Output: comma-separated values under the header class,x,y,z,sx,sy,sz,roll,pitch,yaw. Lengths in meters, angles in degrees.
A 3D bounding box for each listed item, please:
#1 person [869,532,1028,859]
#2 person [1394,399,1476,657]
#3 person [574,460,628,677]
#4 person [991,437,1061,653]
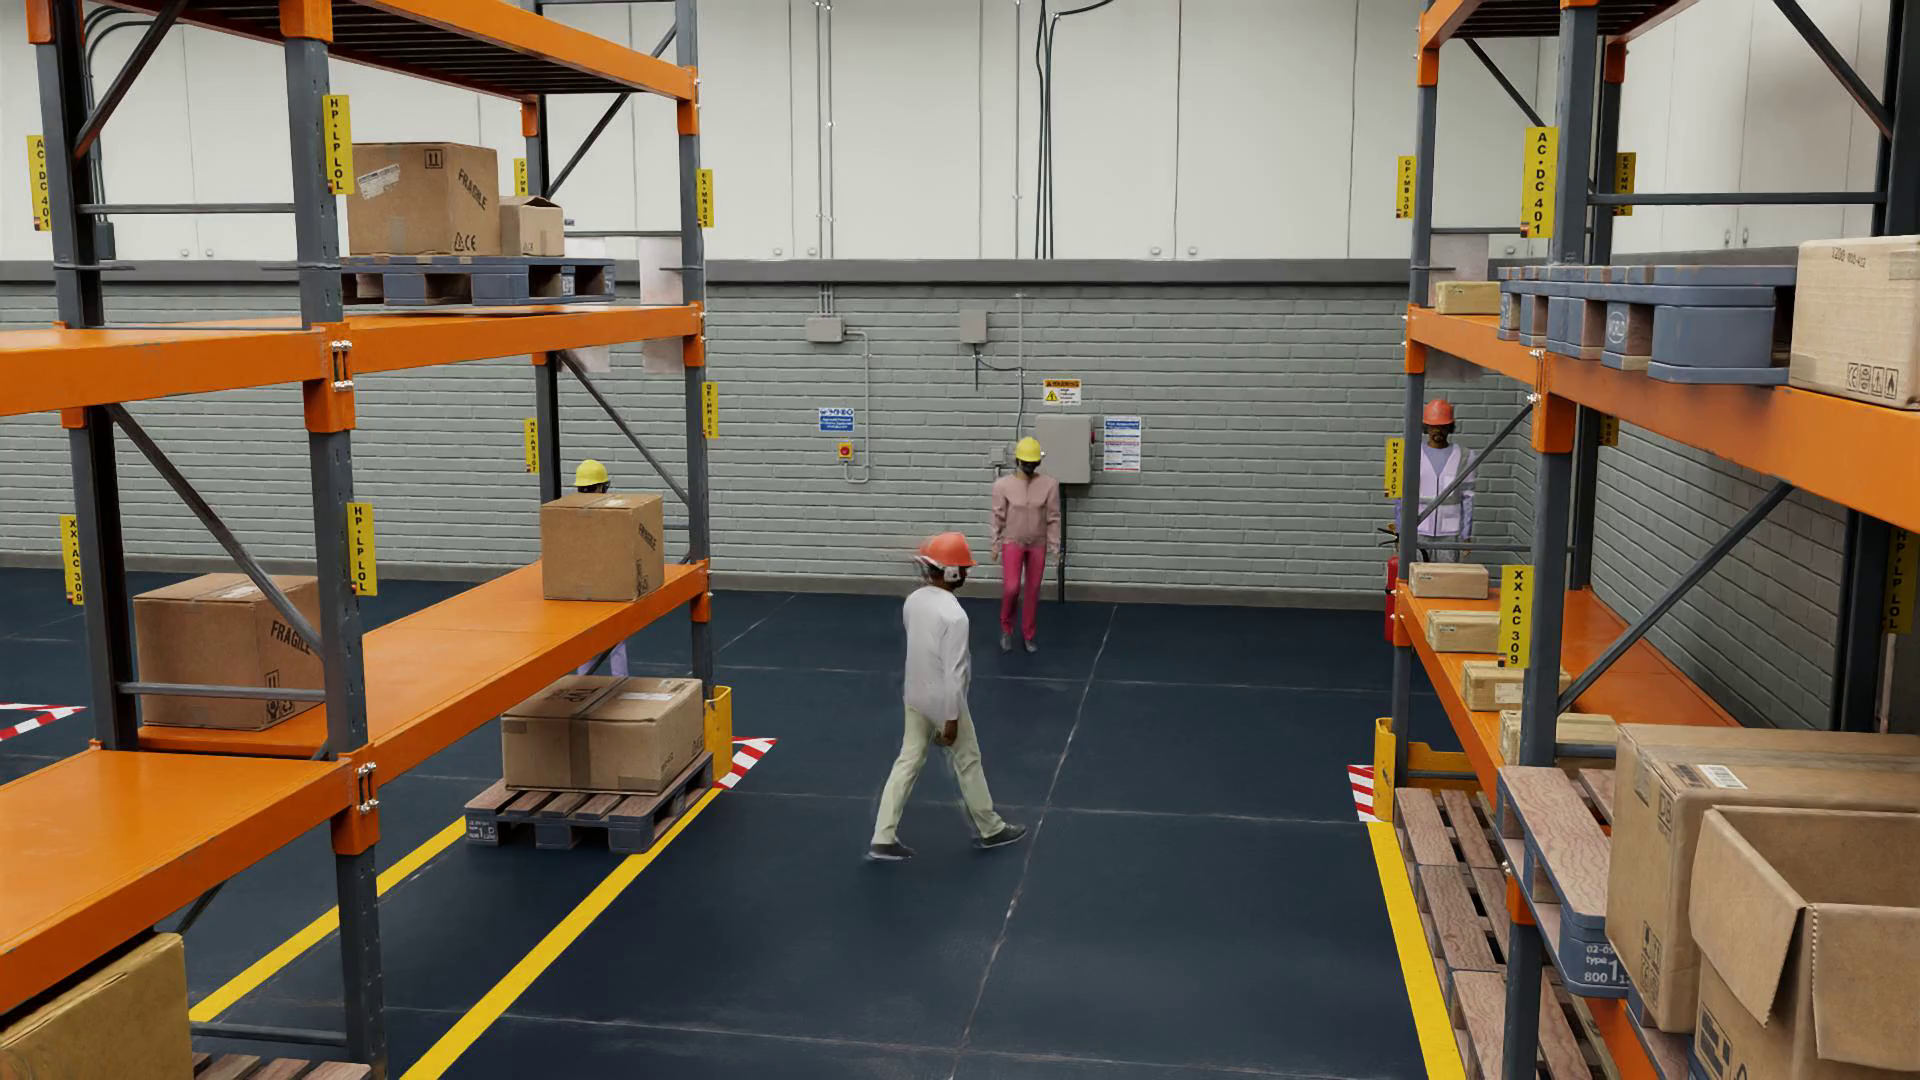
class,x,y,z,sx,sy,sz,roll,pitch,yaw
person,-0.100,0.802,8.587,0.900,1.706,0.576,-6,11,-32
person,3.706,-0.084,13.006,0.609,2.043,0.376,1,9,9
person,-2.467,0.333,11.288,0.527,1.768,0.313,1,9,9
person,0.519,0.048,13.126,0.534,1.742,0.474,-2,9,-11
